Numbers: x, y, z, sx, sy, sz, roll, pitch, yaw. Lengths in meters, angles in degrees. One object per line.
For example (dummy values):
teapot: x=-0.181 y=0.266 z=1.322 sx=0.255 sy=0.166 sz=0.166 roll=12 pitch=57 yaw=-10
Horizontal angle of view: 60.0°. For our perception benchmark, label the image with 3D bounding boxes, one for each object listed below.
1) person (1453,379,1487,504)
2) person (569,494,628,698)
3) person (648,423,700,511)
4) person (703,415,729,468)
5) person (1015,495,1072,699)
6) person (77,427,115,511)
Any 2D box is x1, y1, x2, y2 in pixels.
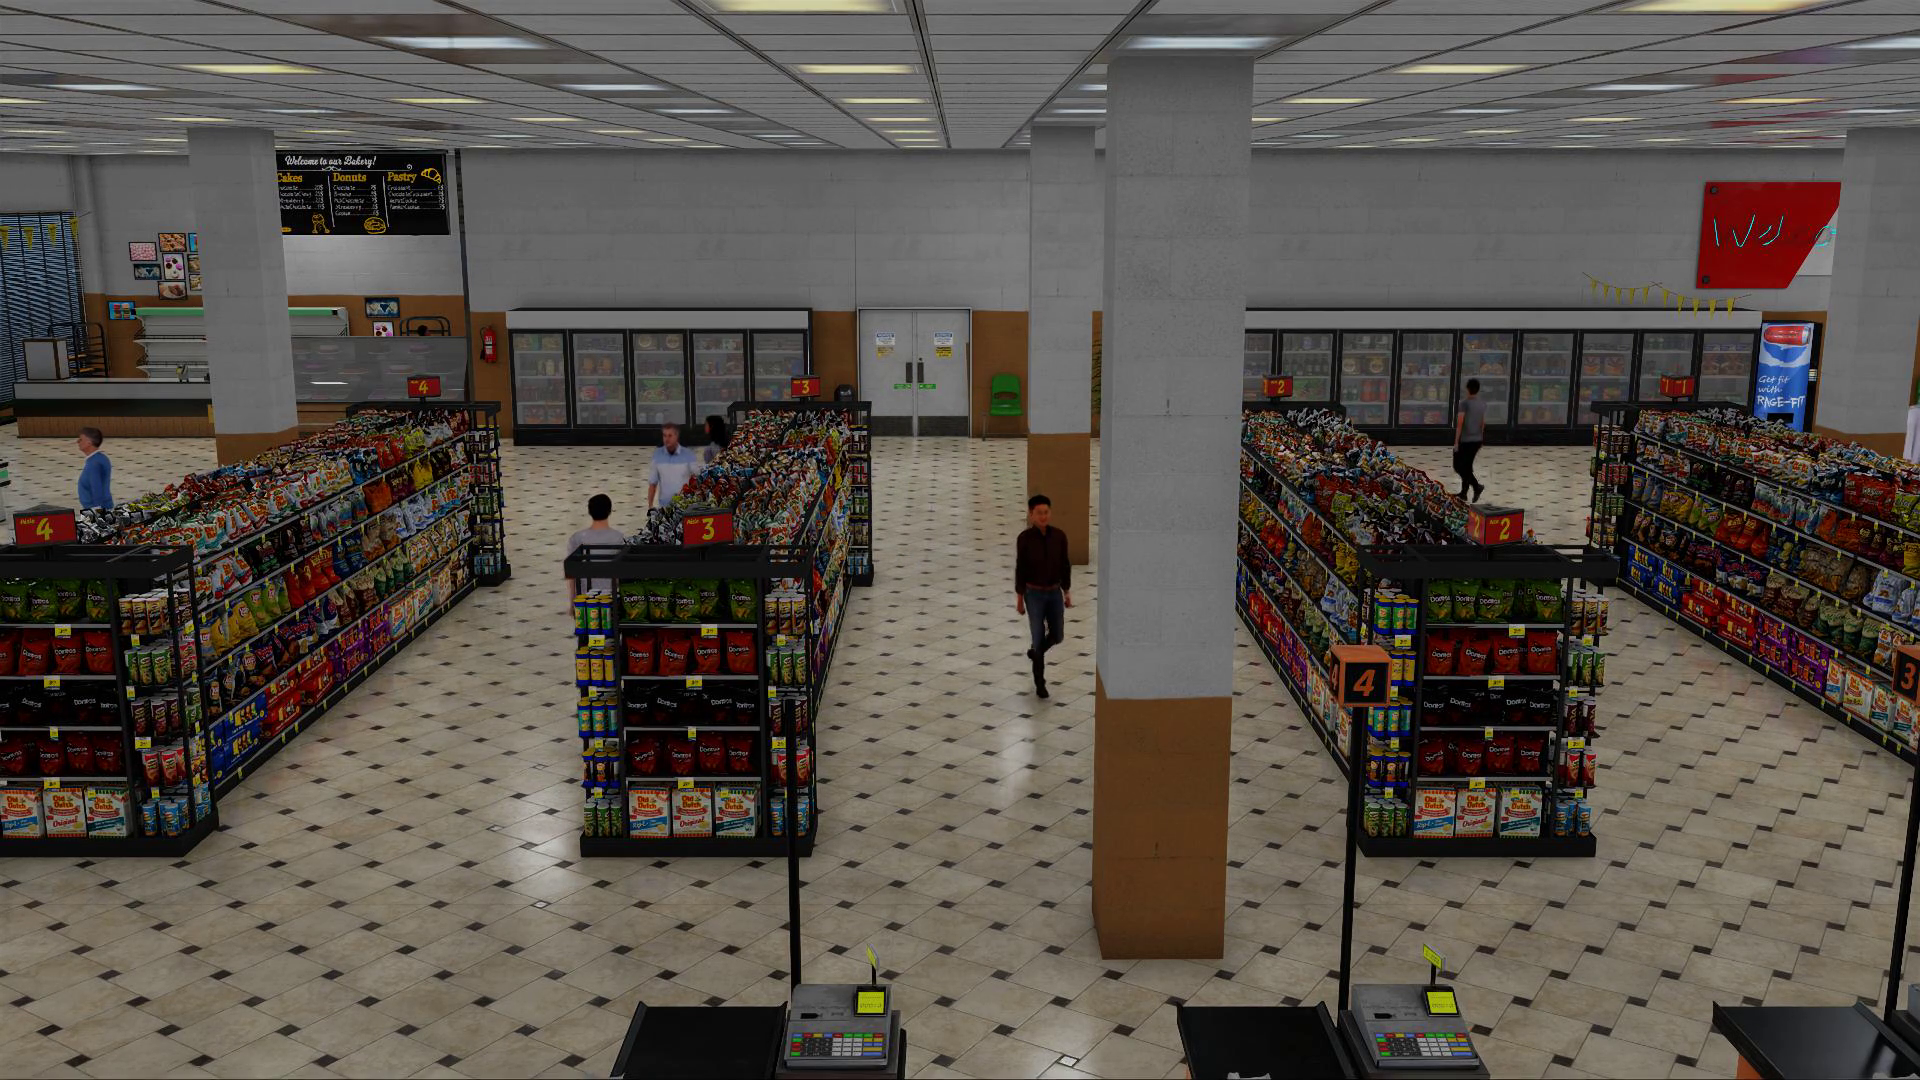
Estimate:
person: x=7.110 y=-1.352 z=23.107 sx=0.886 sy=1.734 sz=1.046 roll=-6 pitch=13 yaw=-26
person: x=-2.967 y=0.569 z=13.706 sx=0.663 sy=1.848 sz=0.888 roll=0 pitch=12 yaw=0
person: x=-3.137 y=-0.409 z=18.513 sx=0.821 sy=1.781 sz=1.212 roll=2 pitch=12 yaw=9
person: x=-2.756 y=-0.602 z=19.586 sx=0.694 sy=1.718 sz=0.649 roll=0 pitch=12 yaw=0
person: x=0.690 y=0.471 z=14.378 sx=0.801 sy=1.764 sz=0.953 roll=-3 pitch=12 yaw=-15
person: x=-9.356 y=-0.340 z=18.092 sx=0.791 sy=1.820 sz=0.643 roll=-5 pitch=13 yaw=-22
